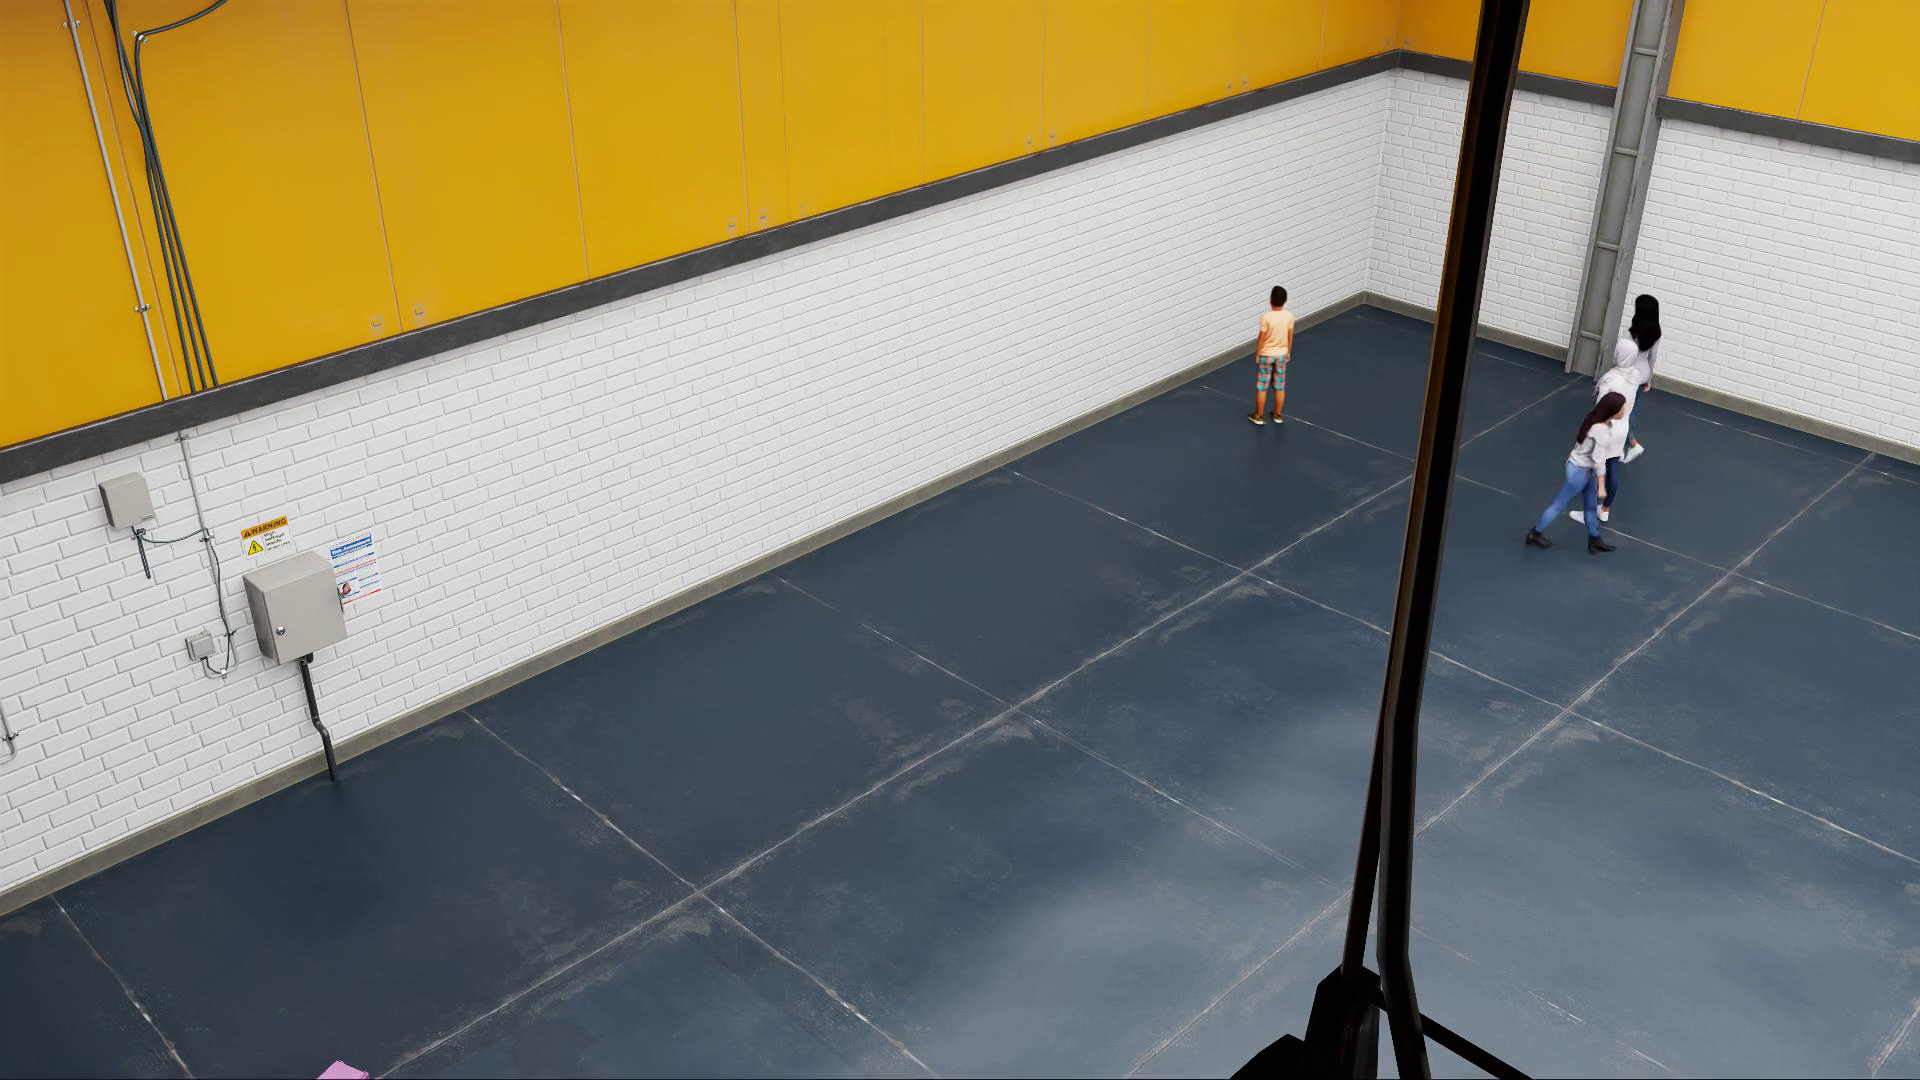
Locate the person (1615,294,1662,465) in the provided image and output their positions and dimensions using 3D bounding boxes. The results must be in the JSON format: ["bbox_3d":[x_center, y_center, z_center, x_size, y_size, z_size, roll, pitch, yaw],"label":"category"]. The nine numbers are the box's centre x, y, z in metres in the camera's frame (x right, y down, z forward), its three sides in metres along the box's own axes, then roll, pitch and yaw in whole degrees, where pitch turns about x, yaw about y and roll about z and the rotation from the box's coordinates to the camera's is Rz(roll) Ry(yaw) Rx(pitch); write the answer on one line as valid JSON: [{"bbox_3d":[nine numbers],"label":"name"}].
[{"bbox_3d":[6.506,-1.491,15.986,0.803,1.723,0.926,-9,30,-16],"label":"person"}]

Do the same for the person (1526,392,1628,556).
[{"bbox_3d":[5.318,-0.581,14.474,1.095,1.573,0.908,5,29,9],"label":"person"}]

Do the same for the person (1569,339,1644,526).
[{"bbox_3d":[5.850,-0.968,14.971,0.676,1.776,0.645,-12,31,-21],"label":"person"}]

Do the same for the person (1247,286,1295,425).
[{"bbox_3d":[3.204,-1.886,16.986,0.593,1.459,0.623,-5,29,-10],"label":"person"}]
